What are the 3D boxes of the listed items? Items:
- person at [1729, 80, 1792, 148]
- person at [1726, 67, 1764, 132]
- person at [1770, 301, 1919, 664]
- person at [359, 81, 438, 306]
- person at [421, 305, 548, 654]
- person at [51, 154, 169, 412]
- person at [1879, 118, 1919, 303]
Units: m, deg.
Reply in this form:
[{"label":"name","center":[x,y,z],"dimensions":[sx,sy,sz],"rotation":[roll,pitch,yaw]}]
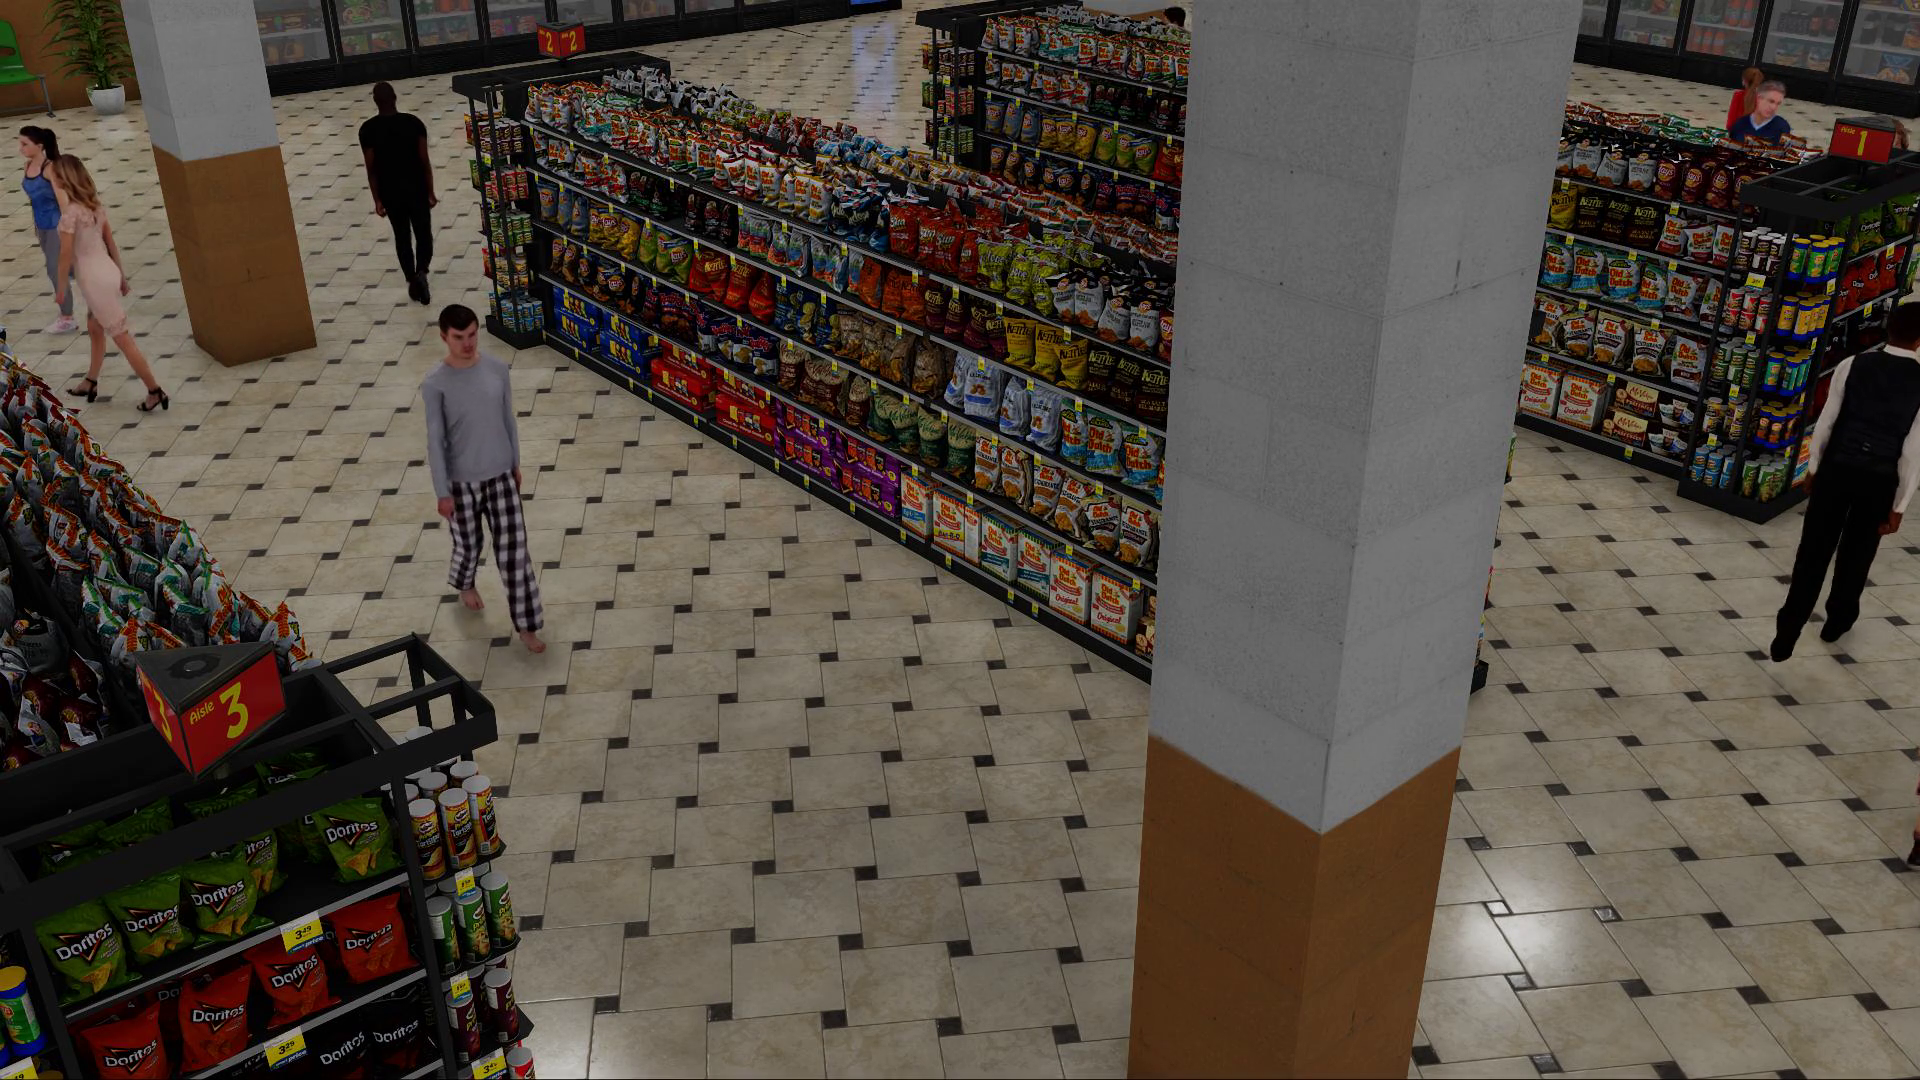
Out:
[{"label":"person","center":[6.317,-2.699,13.253],"dimensions":[0.745,1.817,0.968],"rotation":[-15,30,-27]},{"label":"person","center":[7.766,-3.981,16.407],"dimensions":[0.824,1.251,0.933],"rotation":[0,27,1]},{"label":"person","center":[4.468,-0.251,8.343],"dimensions":[1.143,1.893,0.920],"rotation":[20,33,34]},{"label":"person","center":[-4.452,-2.735,13.343],"dimensions":[0.930,1.800,1.119],"rotation":[-8,28,-15]},{"label":"person","center":[-2.543,-0.349,8.643],"dimensions":[0.728,1.797,1.196],"rotation":[-17,32,-30]},{"label":"person","center":[-5.740,-1.685,11.281],"dimensions":[1.058,1.793,0.982],"rotation":[3,27,5]},{"label":"person","center":[7.125,-2.425,12.880],"dimensions":[0.721,1.668,0.836],"rotation":[1,27,1]}]
